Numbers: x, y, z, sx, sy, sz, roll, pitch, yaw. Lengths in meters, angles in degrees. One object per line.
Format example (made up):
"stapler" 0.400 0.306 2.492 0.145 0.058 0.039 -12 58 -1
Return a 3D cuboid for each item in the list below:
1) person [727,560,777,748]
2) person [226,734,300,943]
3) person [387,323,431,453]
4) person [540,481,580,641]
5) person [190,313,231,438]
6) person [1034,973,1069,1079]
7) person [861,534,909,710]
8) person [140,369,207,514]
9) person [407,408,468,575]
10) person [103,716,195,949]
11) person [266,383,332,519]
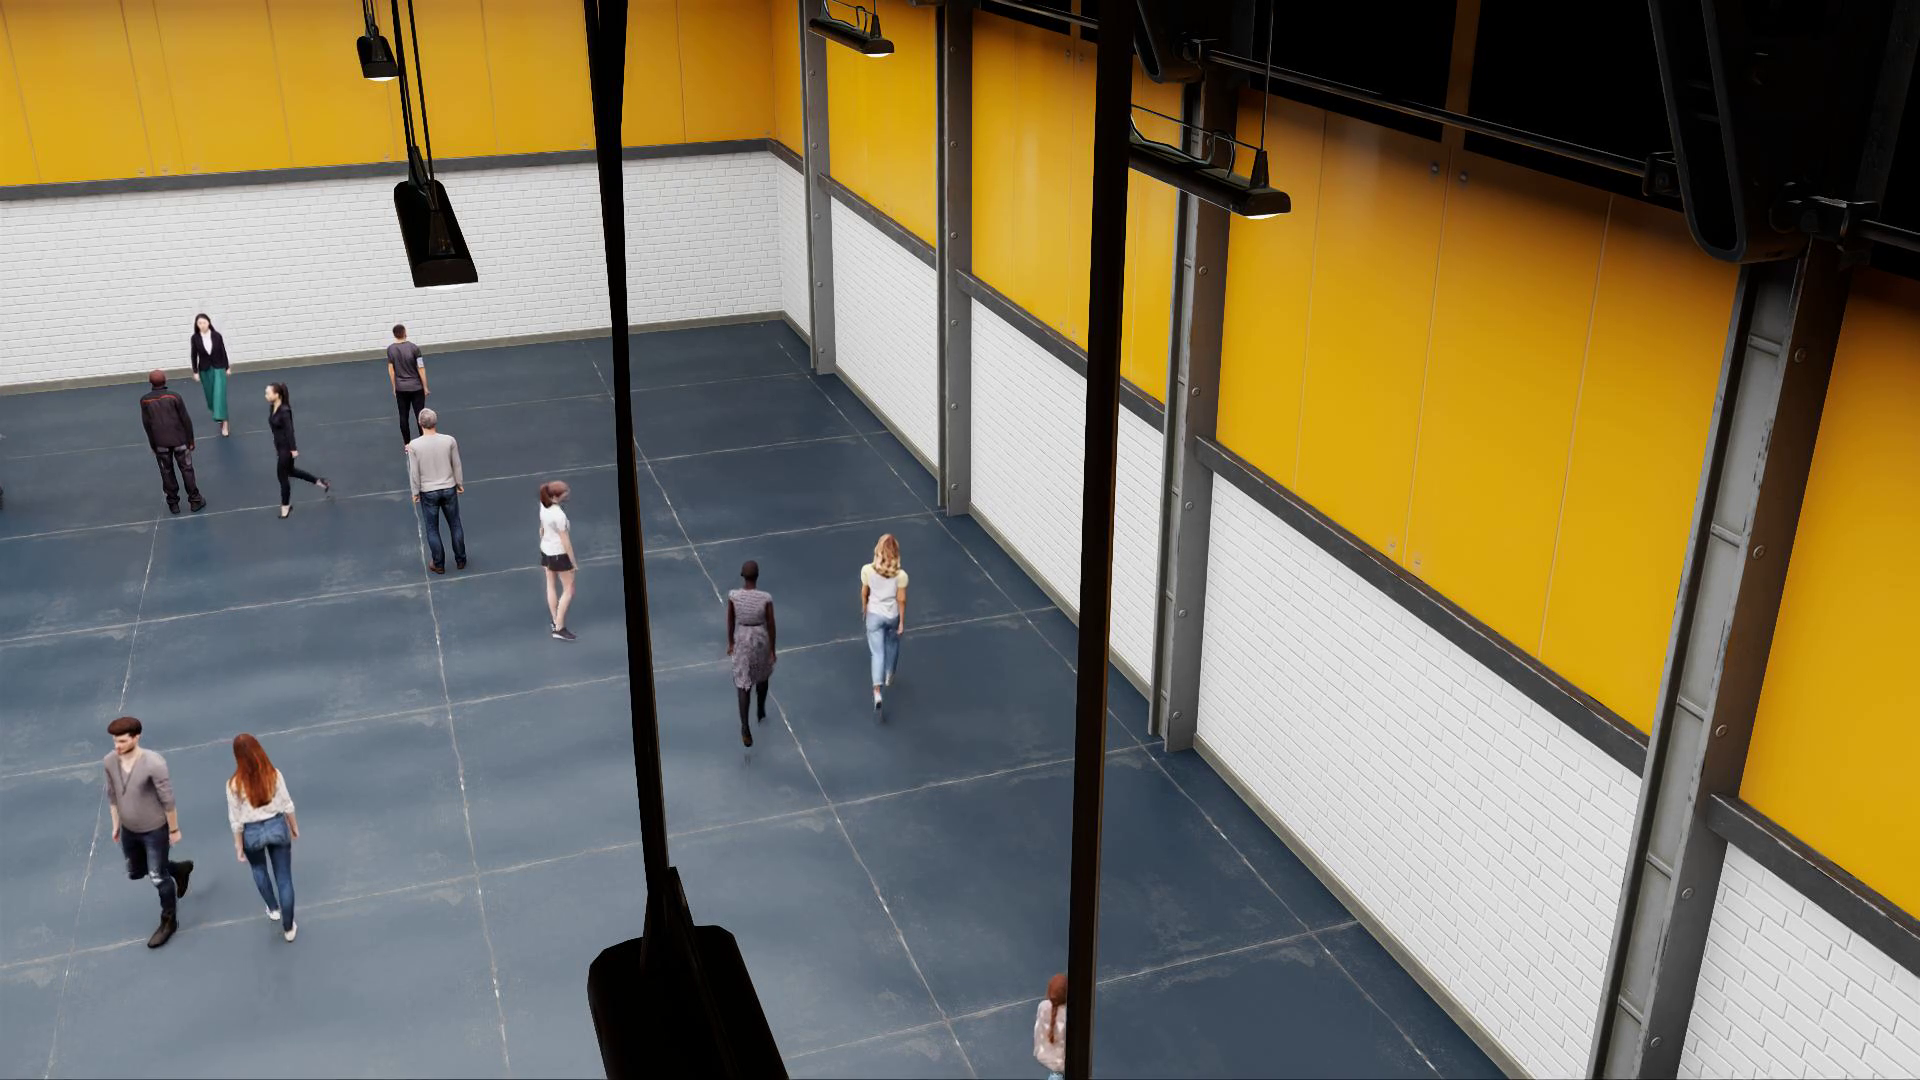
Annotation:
"person" -1.920 1.061 15.211 0.920 1.757 1.225 1 24 2
"person" -5.215 2.272 12.500 0.649 1.710 0.768 -10 26 -22
"person" -7.400 -2.050 22.317 0.703 1.764 0.672 0 24 0
"person" -4.232 0.169 17.284 0.740 1.730 0.887 11 26 24
"person" -10.334 -2.301 22.987 0.634 1.688 1.110 -9 25 -21
"person" 0.597 3.347 10.719 0.733 1.165 0.805 -21 31 -40
"person" -0.738 0.802 15.892 0.924 1.686 1.230 1 24 3
"person" -9.653 -1.217 20.336 0.704 1.825 0.615 -6 24 -14
"person" -5.880 -0.556 18.721 0.780 1.908 0.687 -13 27 -27
"person" -6.110 2.125 12.614 0.987 1.886 1.089 7 25 15
"person" -8.141 -1.115 20.269 1.014 1.693 0.912 22 32 40
